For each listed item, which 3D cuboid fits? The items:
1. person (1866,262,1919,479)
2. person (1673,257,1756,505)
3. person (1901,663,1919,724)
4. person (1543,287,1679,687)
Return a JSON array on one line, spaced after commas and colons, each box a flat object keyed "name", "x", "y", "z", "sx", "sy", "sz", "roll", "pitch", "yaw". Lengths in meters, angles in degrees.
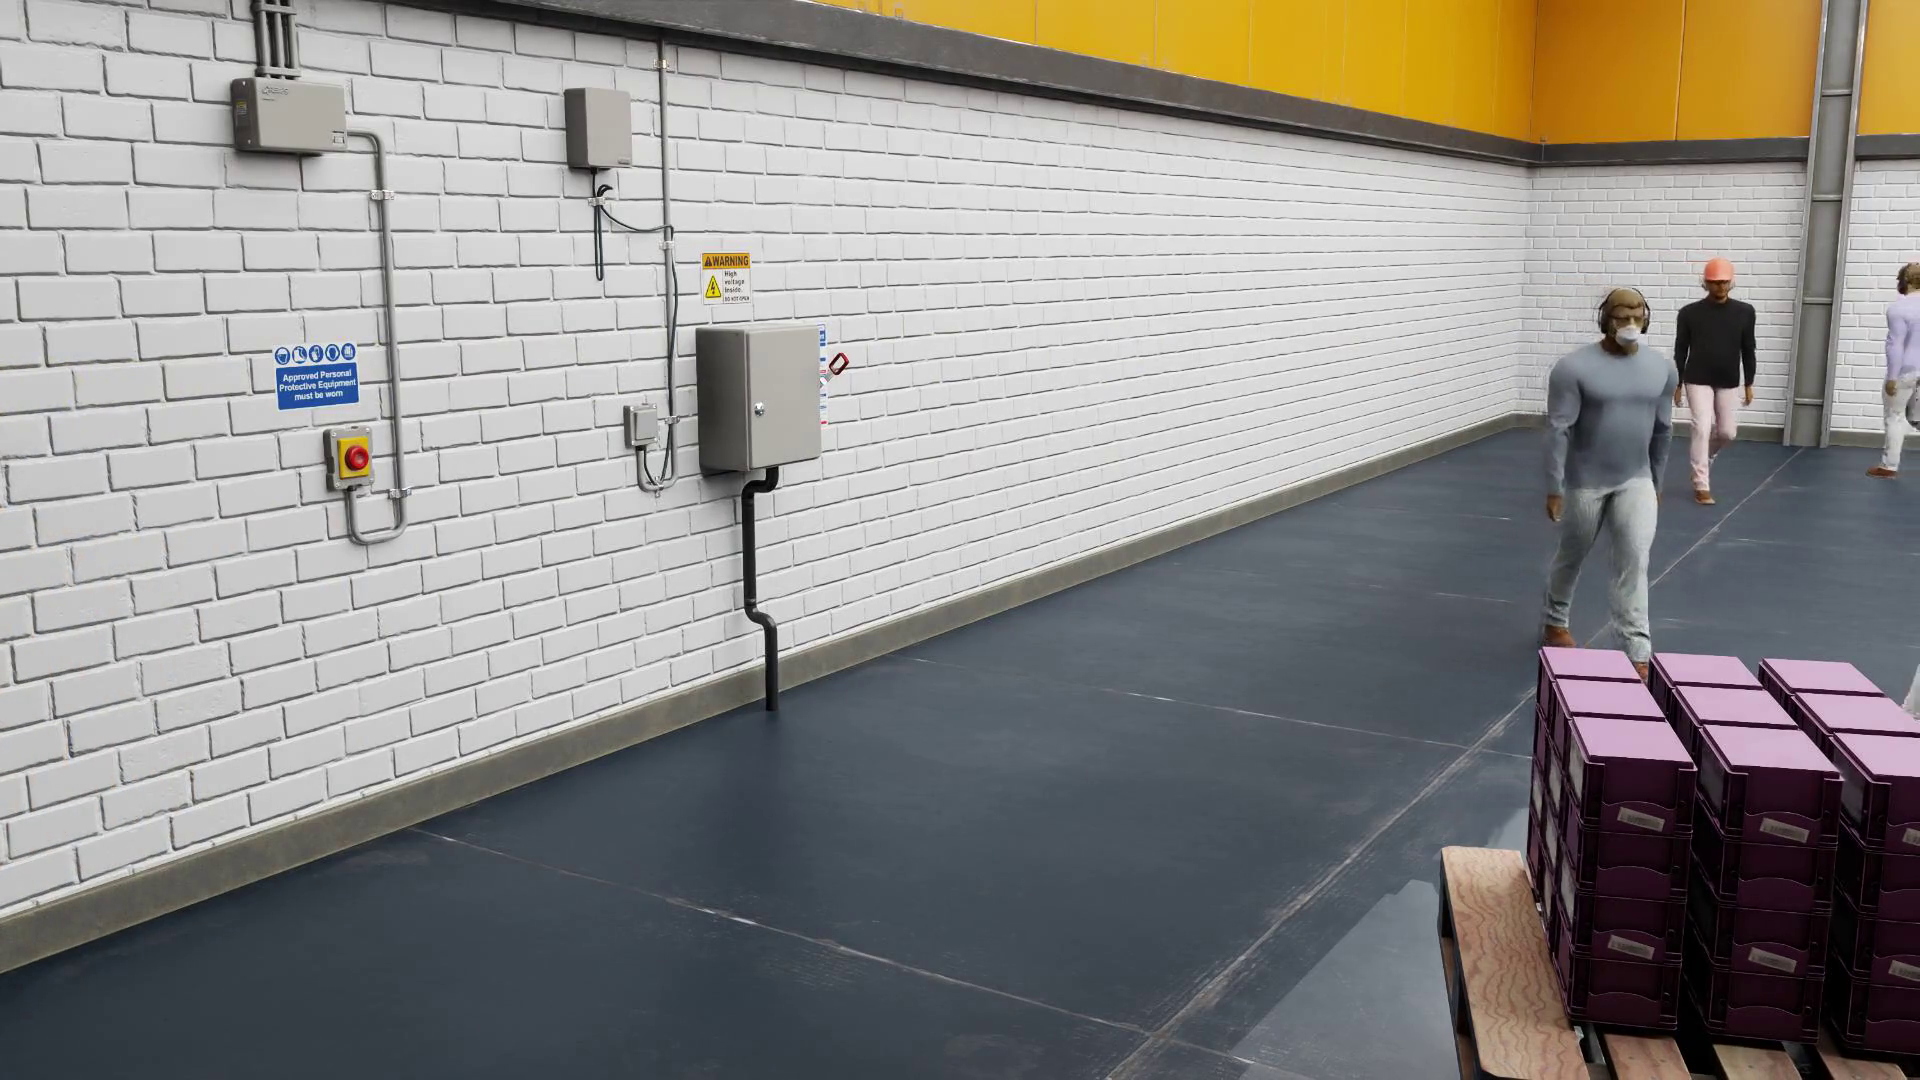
[{"name": "person", "x": 8.345, "y": -1.446, "z": 14.440, "sx": 0.639, "sy": 1.920, "sz": 0.724, "roll": -4, "pitch": 11, "yaw": -23}, {"name": "person", "x": 6.047, "y": -1.291, "z": 13.406, "sx": 0.624, "sy": 1.971, "sz": 0.720, "roll": 1, "pitch": 10, "yaw": 8}, {"name": "person", "x": 3.483, "y": 0.197, "z": 5.647, "sx": 0.965, "sy": 1.793, "sz": 0.643, "roll": 0, "pitch": 10, "yaw": 0}, {"name": "person", "x": 3.149, "y": -0.286, "z": 8.116, "sx": 0.651, "sy": 1.887, "sz": 1.046, "roll": 0, "pitch": 10, "yaw": 0}]
